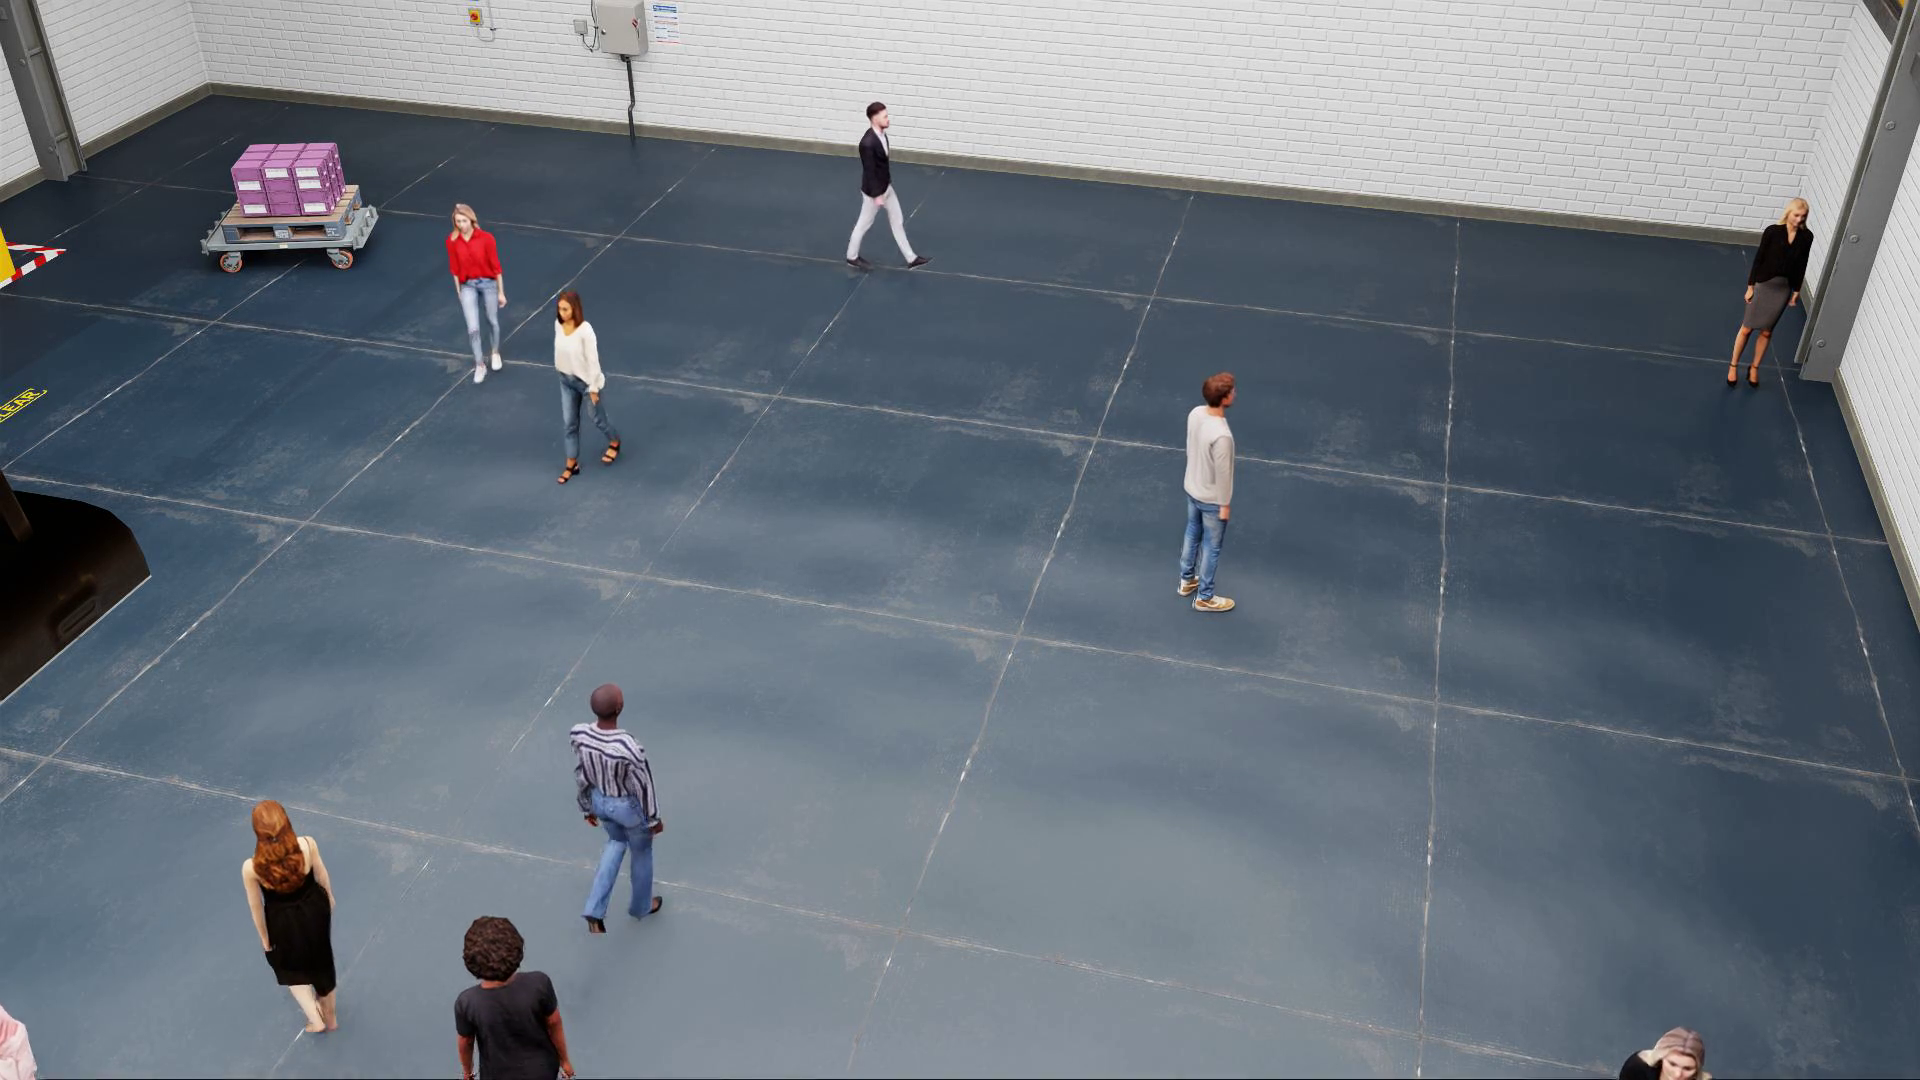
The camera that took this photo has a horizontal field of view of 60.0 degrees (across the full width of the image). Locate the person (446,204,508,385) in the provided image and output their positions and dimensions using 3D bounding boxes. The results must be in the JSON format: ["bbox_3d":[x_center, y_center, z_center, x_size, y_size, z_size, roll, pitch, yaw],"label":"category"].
[{"bbox_3d":[-4.406,-2.339,15.312,0.808,1.684,0.904,-7,34,-10],"label":"person"}]

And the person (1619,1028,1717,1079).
[{"bbox_3d":[3.172,2.759,7.662,0.640,1.662,0.862,9,35,13],"label":"person"}]

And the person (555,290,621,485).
[{"bbox_3d":[-3.081,-1.324,13.810,0.812,1.656,0.998,20,39,28],"label":"person"}]

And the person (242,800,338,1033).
[{"bbox_3d":[-3.462,2.056,8.765,0.726,1.612,0.786,-22,40,-30],"label":"person"}]

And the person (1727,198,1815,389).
[{"bbox_3d":[7.299,-2.224,14.997,0.612,1.842,0.556,6,34,9],"label":"person"}]

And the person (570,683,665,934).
[{"bbox_3d":[-1.942,1.582,9.326,0.712,1.780,0.854,14,36,20],"label":"person"}]

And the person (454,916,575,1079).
[{"bbox_3d":[-2.080,2.549,7.898,1.026,1.751,1.100,-17,37,-23],"label":"person"}]

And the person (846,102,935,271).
[{"bbox_3d":[-0.954,-3.590,17.096,0.776,1.793,1.107,10,35,14],"label":"person"}]

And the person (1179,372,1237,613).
[{"bbox_3d":[1.810,-0.357,12.132,0.829,1.904,0.737,-12,35,-17],"label":"person"}]
